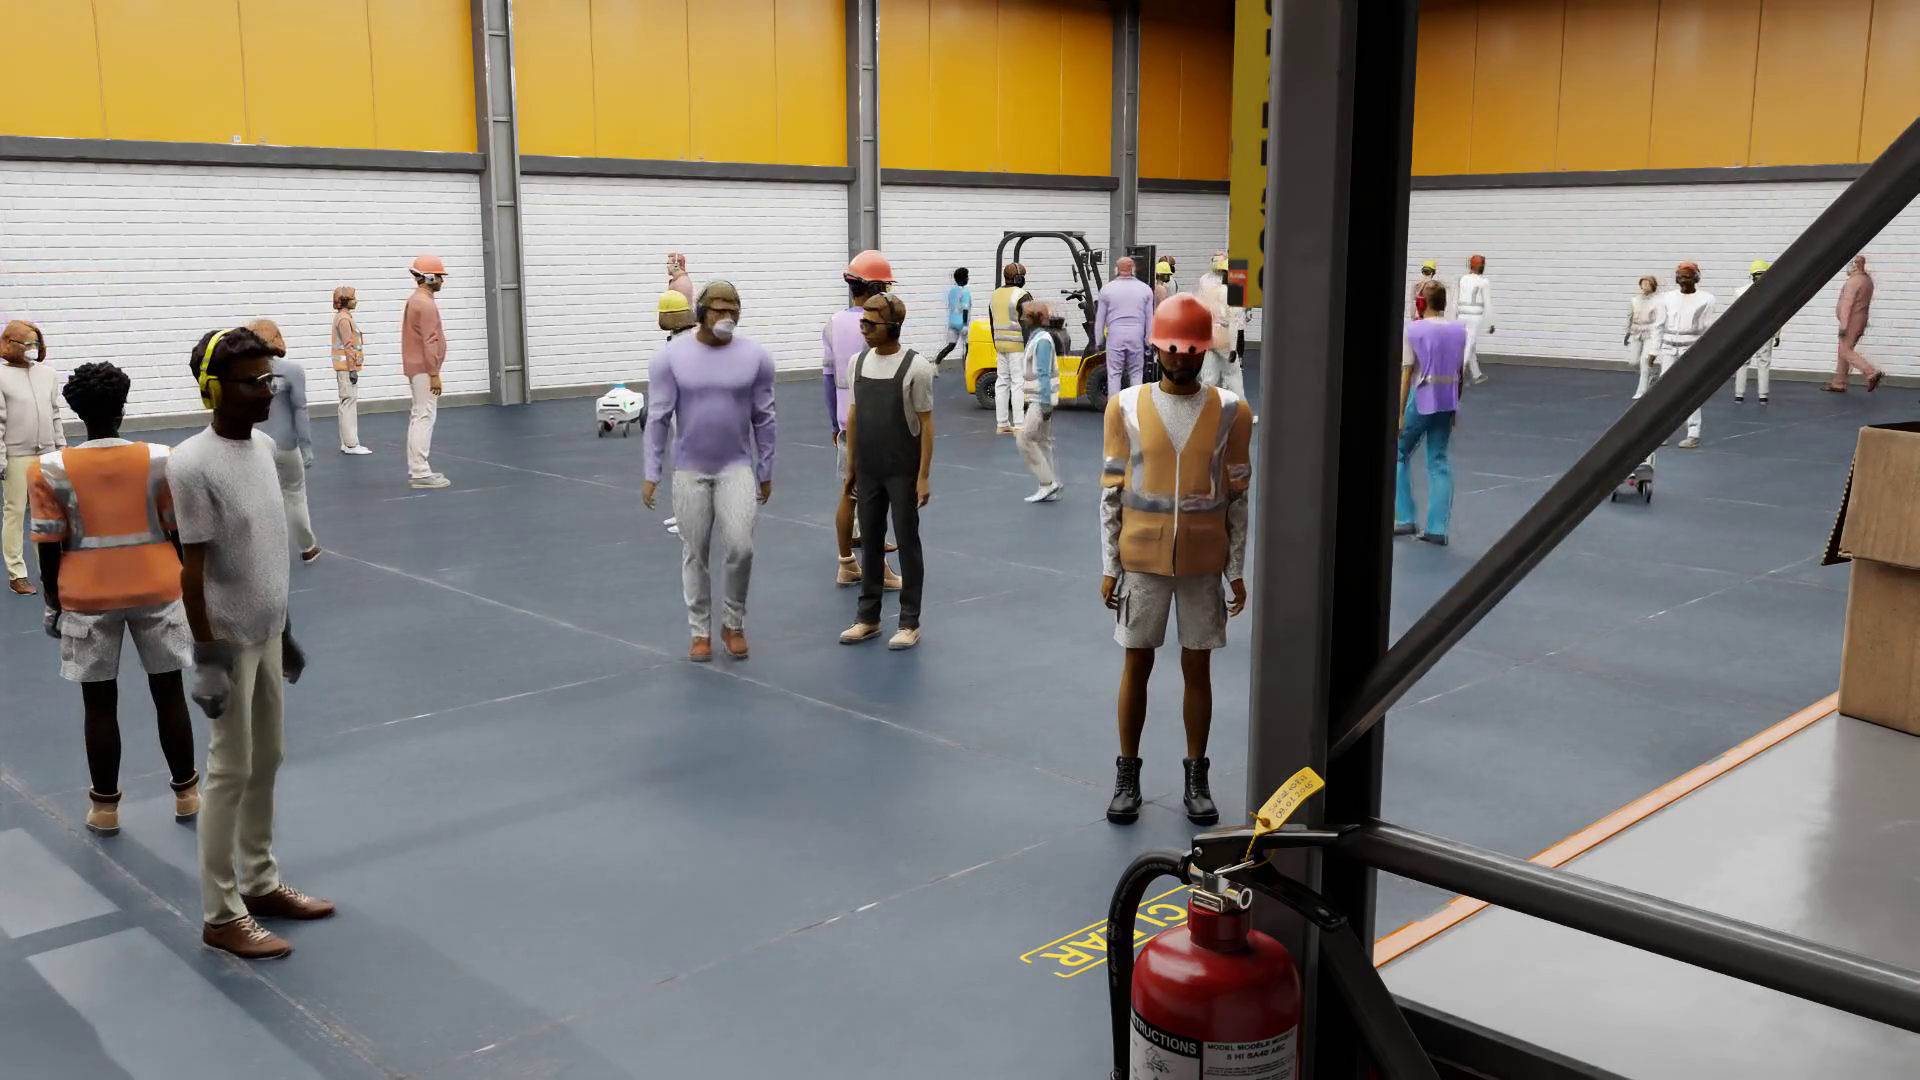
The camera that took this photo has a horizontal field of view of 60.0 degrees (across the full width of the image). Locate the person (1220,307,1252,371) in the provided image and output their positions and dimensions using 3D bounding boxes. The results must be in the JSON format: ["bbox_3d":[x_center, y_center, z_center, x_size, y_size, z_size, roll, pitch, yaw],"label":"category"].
[{"bbox_3d":[4.336,-3.661,26.309,0.609,1.965,0.369,4,11,21],"label":"person"}]

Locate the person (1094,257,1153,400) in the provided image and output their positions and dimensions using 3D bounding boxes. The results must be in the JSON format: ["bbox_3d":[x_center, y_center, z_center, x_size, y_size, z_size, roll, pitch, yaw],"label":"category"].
[{"bbox_3d":[1.873,-2.287,19.032,0.660,1.893,0.398,-1,10,-7],"label":"person"}]

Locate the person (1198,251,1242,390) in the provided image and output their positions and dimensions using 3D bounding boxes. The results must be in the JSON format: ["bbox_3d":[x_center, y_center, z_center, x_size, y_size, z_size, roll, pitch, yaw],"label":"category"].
[{"bbox_3d":[3.524,-2.981,22.762,0.639,1.910,0.407,5,12,27],"label":"person"}]

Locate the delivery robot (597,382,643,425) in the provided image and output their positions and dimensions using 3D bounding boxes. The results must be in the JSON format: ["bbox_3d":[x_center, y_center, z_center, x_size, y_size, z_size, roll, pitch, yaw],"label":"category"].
[{"bbox_3d":[-3.646,-1.450,17.852,0.477,0.478,0.707,1,10,5],"label":"delivery robot"}]

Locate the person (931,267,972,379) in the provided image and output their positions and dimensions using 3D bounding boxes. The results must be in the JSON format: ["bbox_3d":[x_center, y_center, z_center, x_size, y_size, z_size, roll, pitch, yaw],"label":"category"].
[{"bbox_3d":[-0.071,-3.196,24.609,0.799,1.668,0.537,-7,12,-32],"label":"person"}]

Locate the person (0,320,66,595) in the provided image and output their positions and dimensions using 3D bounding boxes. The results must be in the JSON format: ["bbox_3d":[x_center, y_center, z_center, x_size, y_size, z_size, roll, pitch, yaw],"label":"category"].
[{"bbox_3d":[-5.582,-0.500,9.986,0.285,1.632,0.498,4,11,20],"label":"person"}]

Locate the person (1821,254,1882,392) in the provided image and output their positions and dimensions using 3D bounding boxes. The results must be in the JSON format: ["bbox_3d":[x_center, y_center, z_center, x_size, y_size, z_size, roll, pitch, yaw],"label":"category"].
[{"bbox_3d":[12.098,-2.908,22.436,0.652,1.885,0.739,-9,14,-41],"label":"person"}]

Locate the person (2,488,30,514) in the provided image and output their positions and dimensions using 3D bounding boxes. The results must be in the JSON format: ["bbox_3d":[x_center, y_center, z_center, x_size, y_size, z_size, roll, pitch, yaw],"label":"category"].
[{"bbox_3d":[-7.548,-1.100,12.581,0.946,1.889,0.567,-7,12,-33],"label":"person"}]

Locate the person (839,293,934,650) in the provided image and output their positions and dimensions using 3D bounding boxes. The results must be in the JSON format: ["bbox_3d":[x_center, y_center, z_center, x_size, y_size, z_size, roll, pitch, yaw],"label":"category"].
[{"bbox_3d":[-0.376,-0.351,8.602,0.506,1.842,0.350,6,12,30],"label":"person"}]

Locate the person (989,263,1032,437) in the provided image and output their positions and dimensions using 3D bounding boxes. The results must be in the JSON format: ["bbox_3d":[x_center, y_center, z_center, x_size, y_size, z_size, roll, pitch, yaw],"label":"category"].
[{"bbox_3d":[0.584,-2.022,17.716,0.429,1.844,0.627,-8,13,-37],"label":"person"}]

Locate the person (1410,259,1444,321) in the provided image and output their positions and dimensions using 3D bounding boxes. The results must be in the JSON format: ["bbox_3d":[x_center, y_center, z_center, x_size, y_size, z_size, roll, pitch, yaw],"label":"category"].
[{"bbox_3d":[7.078,-3.356,25.193,0.522,1.769,0.311,7,13,34],"label":"person"}]

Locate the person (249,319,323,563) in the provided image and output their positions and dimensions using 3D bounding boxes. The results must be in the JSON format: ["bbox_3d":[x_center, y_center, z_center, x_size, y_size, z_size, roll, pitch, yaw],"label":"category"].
[{"bbox_3d":[-4.344,-0.597,10.577,0.533,1.600,0.755,-1,10,-5],"label":"person"}]

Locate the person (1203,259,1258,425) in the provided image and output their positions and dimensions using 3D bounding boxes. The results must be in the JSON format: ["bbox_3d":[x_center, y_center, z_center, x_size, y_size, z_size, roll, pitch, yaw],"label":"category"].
[{"bbox_3d":[2.968,-2.169,18.433,0.838,1.877,0.620,-6,12,-28],"label":"person"}]

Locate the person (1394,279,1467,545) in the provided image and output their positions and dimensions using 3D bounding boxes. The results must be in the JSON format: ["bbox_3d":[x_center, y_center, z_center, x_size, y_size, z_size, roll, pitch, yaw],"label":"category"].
[{"bbox_3d":[3.205,-0.890,11.579,0.610,1.821,0.617,-5,11,-23],"label":"person"}]

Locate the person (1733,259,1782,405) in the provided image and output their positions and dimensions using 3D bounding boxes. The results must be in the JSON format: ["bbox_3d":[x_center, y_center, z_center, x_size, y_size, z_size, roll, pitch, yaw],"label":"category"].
[{"bbox_3d":[10.065,-2.622,21.036,0.595,1.830,0.403,5,11,25],"label":"person"}]

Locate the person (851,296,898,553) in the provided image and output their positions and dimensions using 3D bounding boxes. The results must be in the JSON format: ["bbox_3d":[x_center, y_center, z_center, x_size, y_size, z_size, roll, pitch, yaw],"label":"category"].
[{"bbox_3d":[-0.619,-0.833,11.196,0.501,1.862,0.326,10,14,43],"label":"person"}]

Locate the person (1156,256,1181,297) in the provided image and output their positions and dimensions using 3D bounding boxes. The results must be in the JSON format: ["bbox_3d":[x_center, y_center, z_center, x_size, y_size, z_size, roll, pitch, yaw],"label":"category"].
[{"bbox_3d":[2.905,-3.080,23.483,0.429,1.844,0.626,-4,11,-23],"label":"person"}]

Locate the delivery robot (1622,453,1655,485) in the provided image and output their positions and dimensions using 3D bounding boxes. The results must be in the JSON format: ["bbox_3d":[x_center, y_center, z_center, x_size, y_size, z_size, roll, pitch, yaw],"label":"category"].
[{"bbox_3d":[5.428,-0.670,13.595,0.477,0.478,0.707,2,11,9],"label":"delivery robot"}]

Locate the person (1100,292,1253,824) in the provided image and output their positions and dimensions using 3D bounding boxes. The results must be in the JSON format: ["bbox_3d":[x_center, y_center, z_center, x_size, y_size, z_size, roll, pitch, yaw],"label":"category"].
[{"bbox_3d":[0.775,0.077,6.016,0.543,1.934,0.368,1,10,4],"label":"person"}]

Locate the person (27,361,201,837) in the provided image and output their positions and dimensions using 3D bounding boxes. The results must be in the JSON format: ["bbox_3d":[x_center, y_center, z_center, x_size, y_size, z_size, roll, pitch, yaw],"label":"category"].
[{"bbox_3d":[-2.992,0.213,5.933,0.531,1.692,0.320,-6,12,-30],"label":"person"}]

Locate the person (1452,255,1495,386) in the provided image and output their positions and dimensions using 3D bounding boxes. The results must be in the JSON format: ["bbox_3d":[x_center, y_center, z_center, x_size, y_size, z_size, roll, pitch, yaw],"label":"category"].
[{"bbox_3d":[7.329,-3.099,23.583,0.927,1.836,0.600,-6,12,-29],"label":"person"}]

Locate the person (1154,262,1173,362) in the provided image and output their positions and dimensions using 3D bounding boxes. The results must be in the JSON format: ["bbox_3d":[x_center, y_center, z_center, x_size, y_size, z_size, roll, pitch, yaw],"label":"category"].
[{"bbox_3d":[2.773,-2.952,22.993,0.325,1.767,0.533,-2,11,-13],"label":"person"}]

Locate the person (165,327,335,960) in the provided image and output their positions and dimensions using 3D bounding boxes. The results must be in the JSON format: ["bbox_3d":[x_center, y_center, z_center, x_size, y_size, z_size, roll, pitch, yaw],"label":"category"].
[{"bbox_3d":[-2.131,0.302,4.970,0.310,1.868,0.532,1,10,5],"label":"person"}]

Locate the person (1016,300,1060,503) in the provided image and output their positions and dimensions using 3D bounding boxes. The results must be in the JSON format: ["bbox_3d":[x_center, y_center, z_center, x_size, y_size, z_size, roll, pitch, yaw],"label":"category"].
[{"bbox_3d":[0.613,-1.085,13.201,0.393,1.623,0.548,-1,10,-6],"label":"person"}]

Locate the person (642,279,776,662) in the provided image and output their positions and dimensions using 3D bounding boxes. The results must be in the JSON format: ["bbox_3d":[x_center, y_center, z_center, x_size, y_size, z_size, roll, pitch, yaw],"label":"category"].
[{"bbox_3d":[-1.242,-0.322,8.271,0.681,1.912,0.501,-2,11,-10],"label":"person"}]

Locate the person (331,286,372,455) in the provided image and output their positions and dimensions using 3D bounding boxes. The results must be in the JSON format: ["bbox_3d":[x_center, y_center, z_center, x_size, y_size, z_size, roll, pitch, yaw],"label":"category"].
[{"bbox_3d":[-5.973,-1.653,16.250,0.309,1.641,0.514,-5,11,-25],"label":"person"}]

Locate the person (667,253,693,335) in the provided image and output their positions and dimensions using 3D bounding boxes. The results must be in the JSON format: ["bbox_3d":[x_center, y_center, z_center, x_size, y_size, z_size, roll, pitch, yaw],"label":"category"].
[{"bbox_3d":[-3.594,-2.692,21.192,0.410,1.909,0.643,-1,10,-8],"label":"person"}]

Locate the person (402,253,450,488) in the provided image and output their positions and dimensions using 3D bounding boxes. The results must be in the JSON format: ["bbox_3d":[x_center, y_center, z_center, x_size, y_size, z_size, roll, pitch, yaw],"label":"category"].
[{"bbox_3d":[-4.532,-1.440,14.190,0.441,1.981,0.626,-5,12,-25],"label":"person"}]

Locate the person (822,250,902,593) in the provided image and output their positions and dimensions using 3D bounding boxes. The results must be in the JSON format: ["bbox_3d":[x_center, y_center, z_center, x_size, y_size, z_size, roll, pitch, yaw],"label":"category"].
[{"bbox_3d":[-0.541,-0.704,9.975,0.616,2.041,0.378,10,14,43],"label":"person"}]

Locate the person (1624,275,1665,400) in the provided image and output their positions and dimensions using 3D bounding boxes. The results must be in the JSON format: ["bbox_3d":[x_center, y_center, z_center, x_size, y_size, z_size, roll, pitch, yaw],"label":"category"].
[{"bbox_3d":[8.984,-2.650,21.745,0.521,1.620,0.544,-8,13,-37],"label":"person"}]

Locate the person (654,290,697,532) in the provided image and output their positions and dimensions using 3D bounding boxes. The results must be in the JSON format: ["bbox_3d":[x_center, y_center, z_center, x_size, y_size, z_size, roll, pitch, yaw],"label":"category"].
[{"bbox_3d":[-2.028,-0.926,12.021,0.313,1.739,0.484,-2,11,-11],"label":"person"}]

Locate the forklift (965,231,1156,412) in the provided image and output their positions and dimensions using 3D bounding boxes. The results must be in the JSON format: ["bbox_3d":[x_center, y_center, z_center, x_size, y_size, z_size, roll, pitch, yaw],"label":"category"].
[{"bbox_3d":[1.222,-2.721,20.561,2.313,2.155,1.214,2,11,13],"label":"forklift"}]

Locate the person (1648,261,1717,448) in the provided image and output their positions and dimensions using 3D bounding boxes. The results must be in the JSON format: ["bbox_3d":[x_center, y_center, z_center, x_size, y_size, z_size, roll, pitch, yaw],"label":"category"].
[{"bbox_3d":[7.306,-1.874,16.825,0.417,1.873,0.582,-9,14,-41],"label":"person"}]
